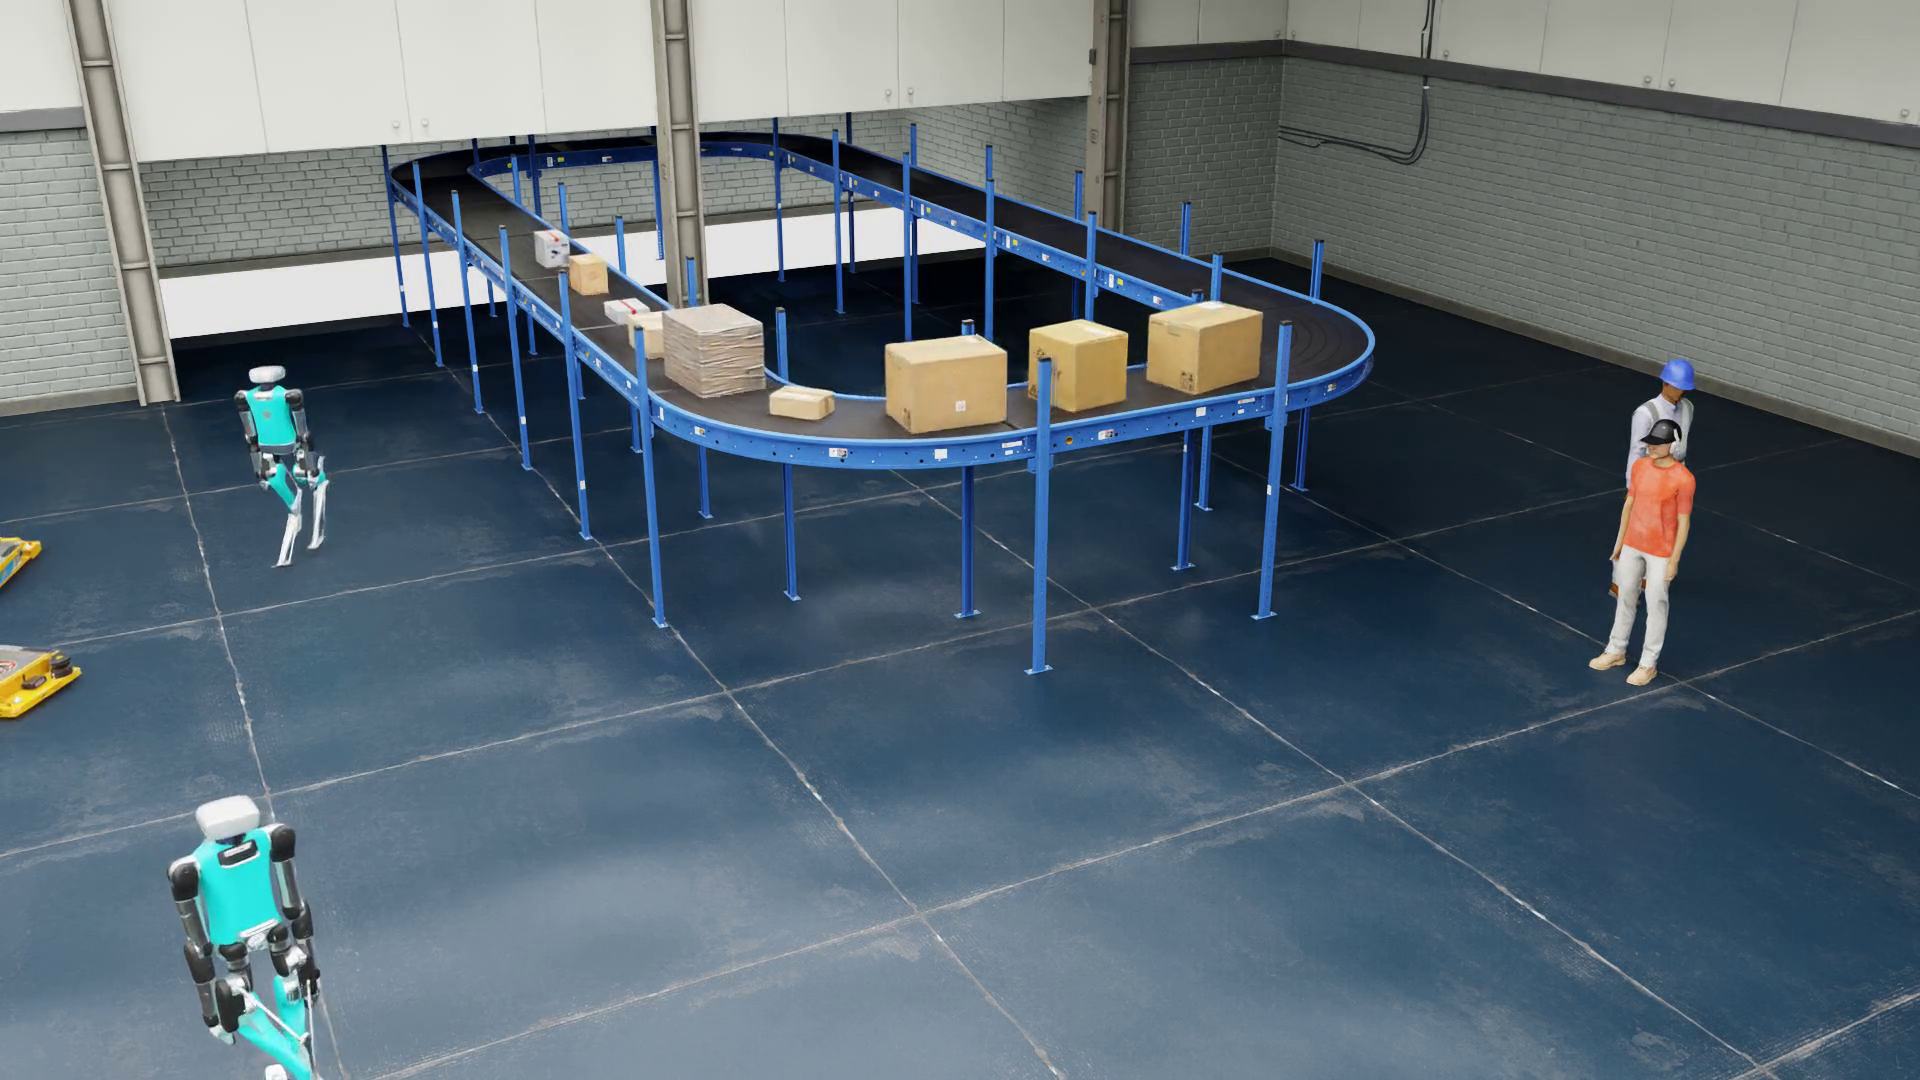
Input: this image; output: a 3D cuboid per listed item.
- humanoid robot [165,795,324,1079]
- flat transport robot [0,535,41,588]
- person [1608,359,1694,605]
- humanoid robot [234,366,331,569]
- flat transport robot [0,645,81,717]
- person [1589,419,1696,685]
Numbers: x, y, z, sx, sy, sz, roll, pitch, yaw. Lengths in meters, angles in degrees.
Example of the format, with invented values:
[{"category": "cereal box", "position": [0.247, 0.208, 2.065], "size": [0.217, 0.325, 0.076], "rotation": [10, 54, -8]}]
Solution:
[{"category": "humanoid robot", "position": [-2.882, 1.974, 7.071], "size": [1.061, 1.730, 0.543], "rotation": [19, 29, 38]}, {"category": "flat transport robot", "position": [-7.894, 0.287, 13.166], "size": [0.659, 0.231, 1.431], "rotation": [-3, 22, -7]}, {"category": "person", "position": [5.343, -0.456, 12.770], "size": [0.614, 1.943, 0.396], "rotation": [-13, 25, -29]}, {"category": "humanoid robot", "position": [-5.397, -0.624, 13.458], "size": [0.538, 1.730, 1.013], "rotation": [0, 22, 1]}, {"category": "flat transport robot", "position": [-6.951, 0.952, 11.523], "size": [1.431, 0.231, 0.659], "rotation": [4, 22, 10]}, {"category": "person", "position": [4.735, 0.080, 11.491], "size": [0.401, 1.910, 0.481], "rotation": [-15, 26, -32]}]
